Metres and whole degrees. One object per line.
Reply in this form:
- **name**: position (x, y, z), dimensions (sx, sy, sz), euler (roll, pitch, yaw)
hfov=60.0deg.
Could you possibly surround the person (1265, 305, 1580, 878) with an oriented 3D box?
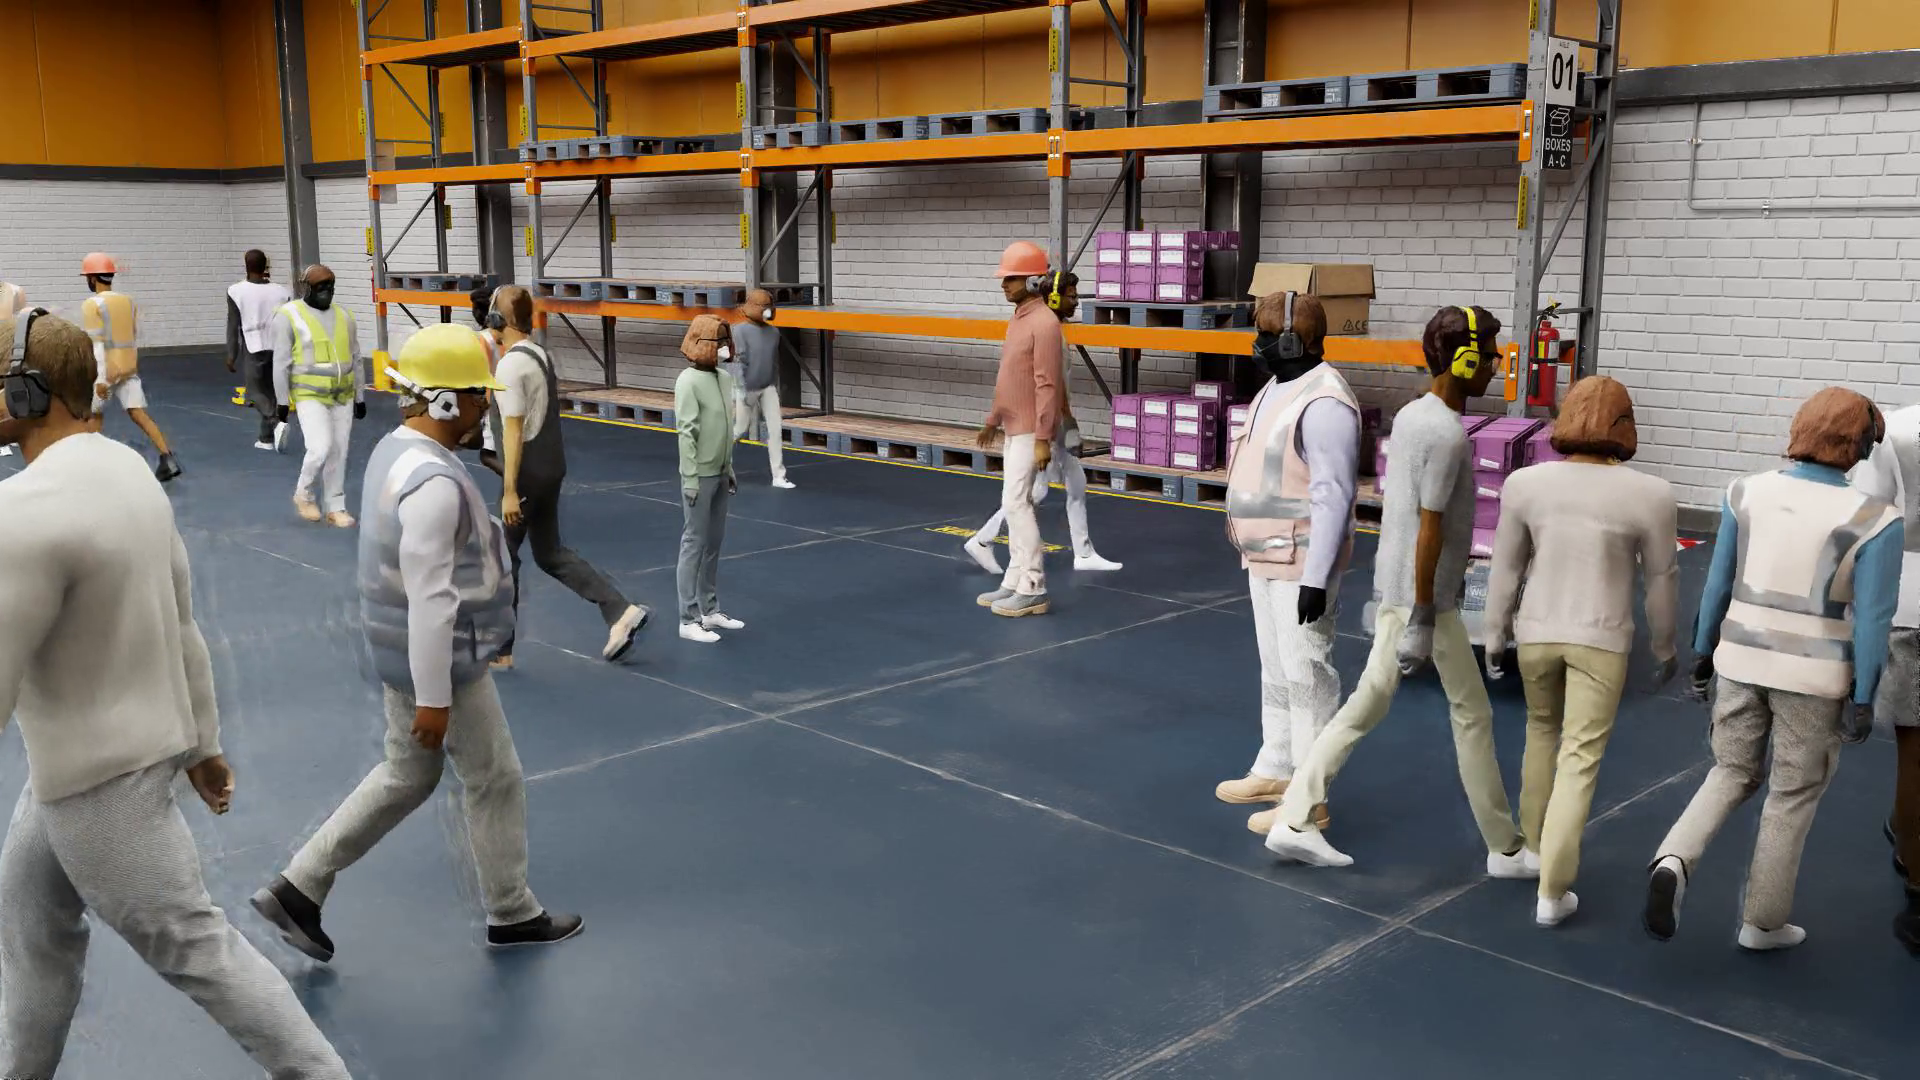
- **person**: position (1.440, 0.181, 5.216), dimensions (0.985, 1.821, 0.545), euler (0, 10, -3)

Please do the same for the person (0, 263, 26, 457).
- **person**: position (-8.865, -1.727, 15.304), dimensions (0.602, 1.913, 0.495), euler (-10, 15, -44)

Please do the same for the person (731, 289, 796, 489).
- **person**: position (-1.684, -1.231, 13.448), dimensions (0.500, 1.599, 0.791), euler (-10, 15, -44)

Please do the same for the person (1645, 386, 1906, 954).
- **person**: position (2.216, 0.390, 4.548), dimensions (0.550, 1.618, 0.546), euler (-7, 12, -33)

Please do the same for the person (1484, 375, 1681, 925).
- **person**: position (1.881, 0.314, 5.017), dimensions (0.513, 1.610, 0.678), euler (8, 13, 38)

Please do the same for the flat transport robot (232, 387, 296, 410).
- **flat transport robot**: position (-7.942, -1.690, 19.591), dimensions (1.431, 0.197, 0.652), euler (9, 14, 42)

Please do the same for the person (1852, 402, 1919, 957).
- **person**: position (2.888, 0.193, 4.907), dimensions (0.565, 1.882, 0.975), euler (4, 11, 19)

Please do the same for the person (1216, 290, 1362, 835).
- **person**: position (1.117, 0.079, 5.665), dimensions (0.430, 1.841, 0.624), euler (-1, 10, -7)

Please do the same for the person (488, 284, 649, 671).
- **person**: position (-1.922, -0.278, 7.715), dimensions (0.845, 1.811, 0.552), euler (0, 10, 2)

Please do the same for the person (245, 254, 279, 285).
- **person**: position (-8.821, -2.745, 21.190), dimensions (0.591, 1.798, 0.805), euler (5, 12, 26)

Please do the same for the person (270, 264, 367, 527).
- **person**: position (-4.409, -0.986, 11.509), dimensions (0.435, 1.823, 0.648), euler (7, 13, 34)

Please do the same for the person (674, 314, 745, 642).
- **person**: position (-1.266, -0.316, 8.378), dimensions (0.269, 1.632, 0.505), euler (3, 11, 17)

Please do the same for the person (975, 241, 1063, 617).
- **person**: position (0.331, -0.597, 8.943), dimensions (0.439, 1.990, 0.638), euler (-2, 11, -11)

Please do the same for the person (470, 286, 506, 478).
- **person**: position (-3.102, -0.908, 11.499), dimensions (0.537, 1.678, 0.553), euler (5, 12, 27)

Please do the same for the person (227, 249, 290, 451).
- **person**: position (-6.499, -1.763, 15.544), dimensions (0.769, 1.899, 0.592), euler (9, 13, 39)

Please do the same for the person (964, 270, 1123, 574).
- **person**: position (0.489, -0.692, 9.915), dimensions (0.916, 1.834, 0.505), euler (0, 10, 2)

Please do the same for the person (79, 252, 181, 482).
- **person**: position (-6.863, -1.394, 13.570), dimensions (0.992, 1.895, 0.563), euler (3, 11, 14)

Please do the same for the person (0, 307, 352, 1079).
- **person**: position (-1.758, 0.464, 3.474), dimensions (1.045, 1.893, 0.629), euler (-2, 11, -12)

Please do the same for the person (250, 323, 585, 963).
- **person**: position (-1.519, 0.310, 4.554), dimensions (0.826, 1.801, 0.615), euler (-6, 12, -28)
